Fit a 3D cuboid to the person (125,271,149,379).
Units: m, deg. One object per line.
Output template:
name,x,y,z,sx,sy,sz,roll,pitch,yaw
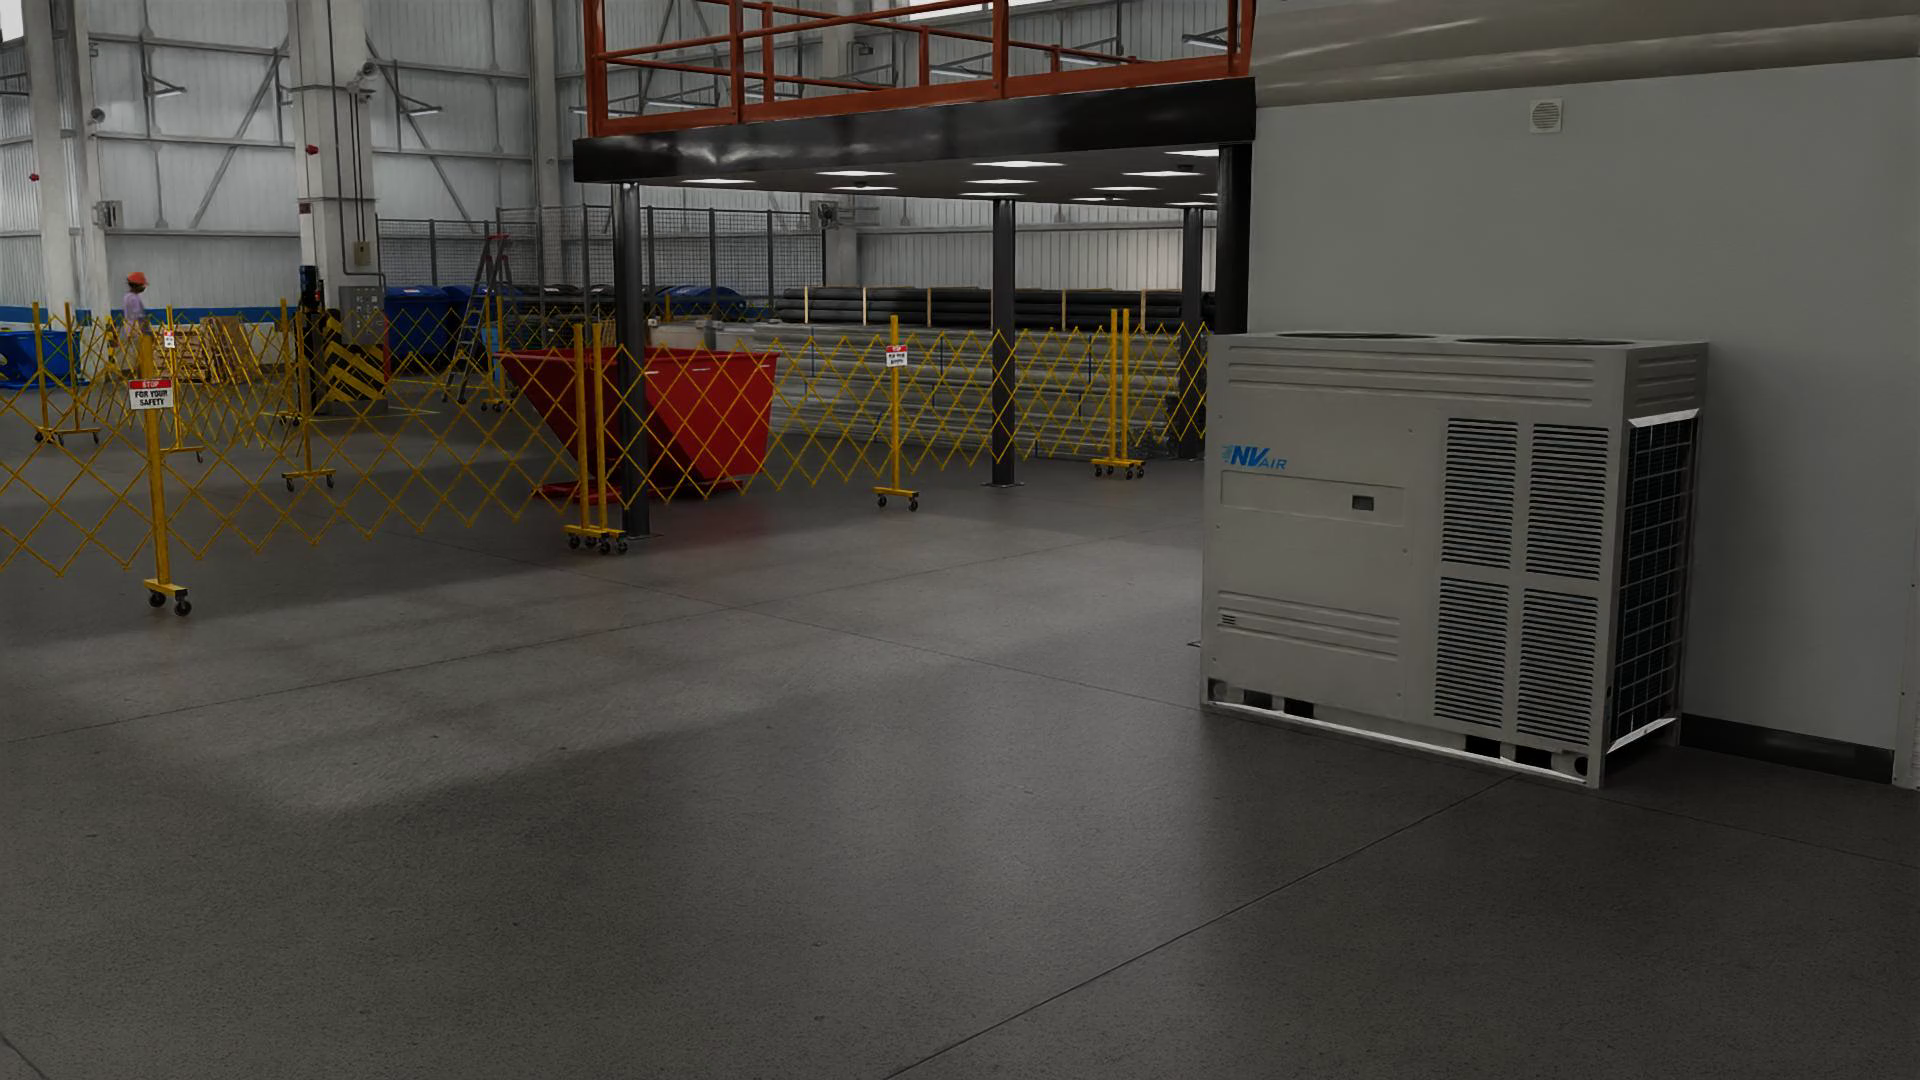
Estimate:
person,-13.586,-3.423,27.553,0.420,2.033,0.612,-5,11,-29
